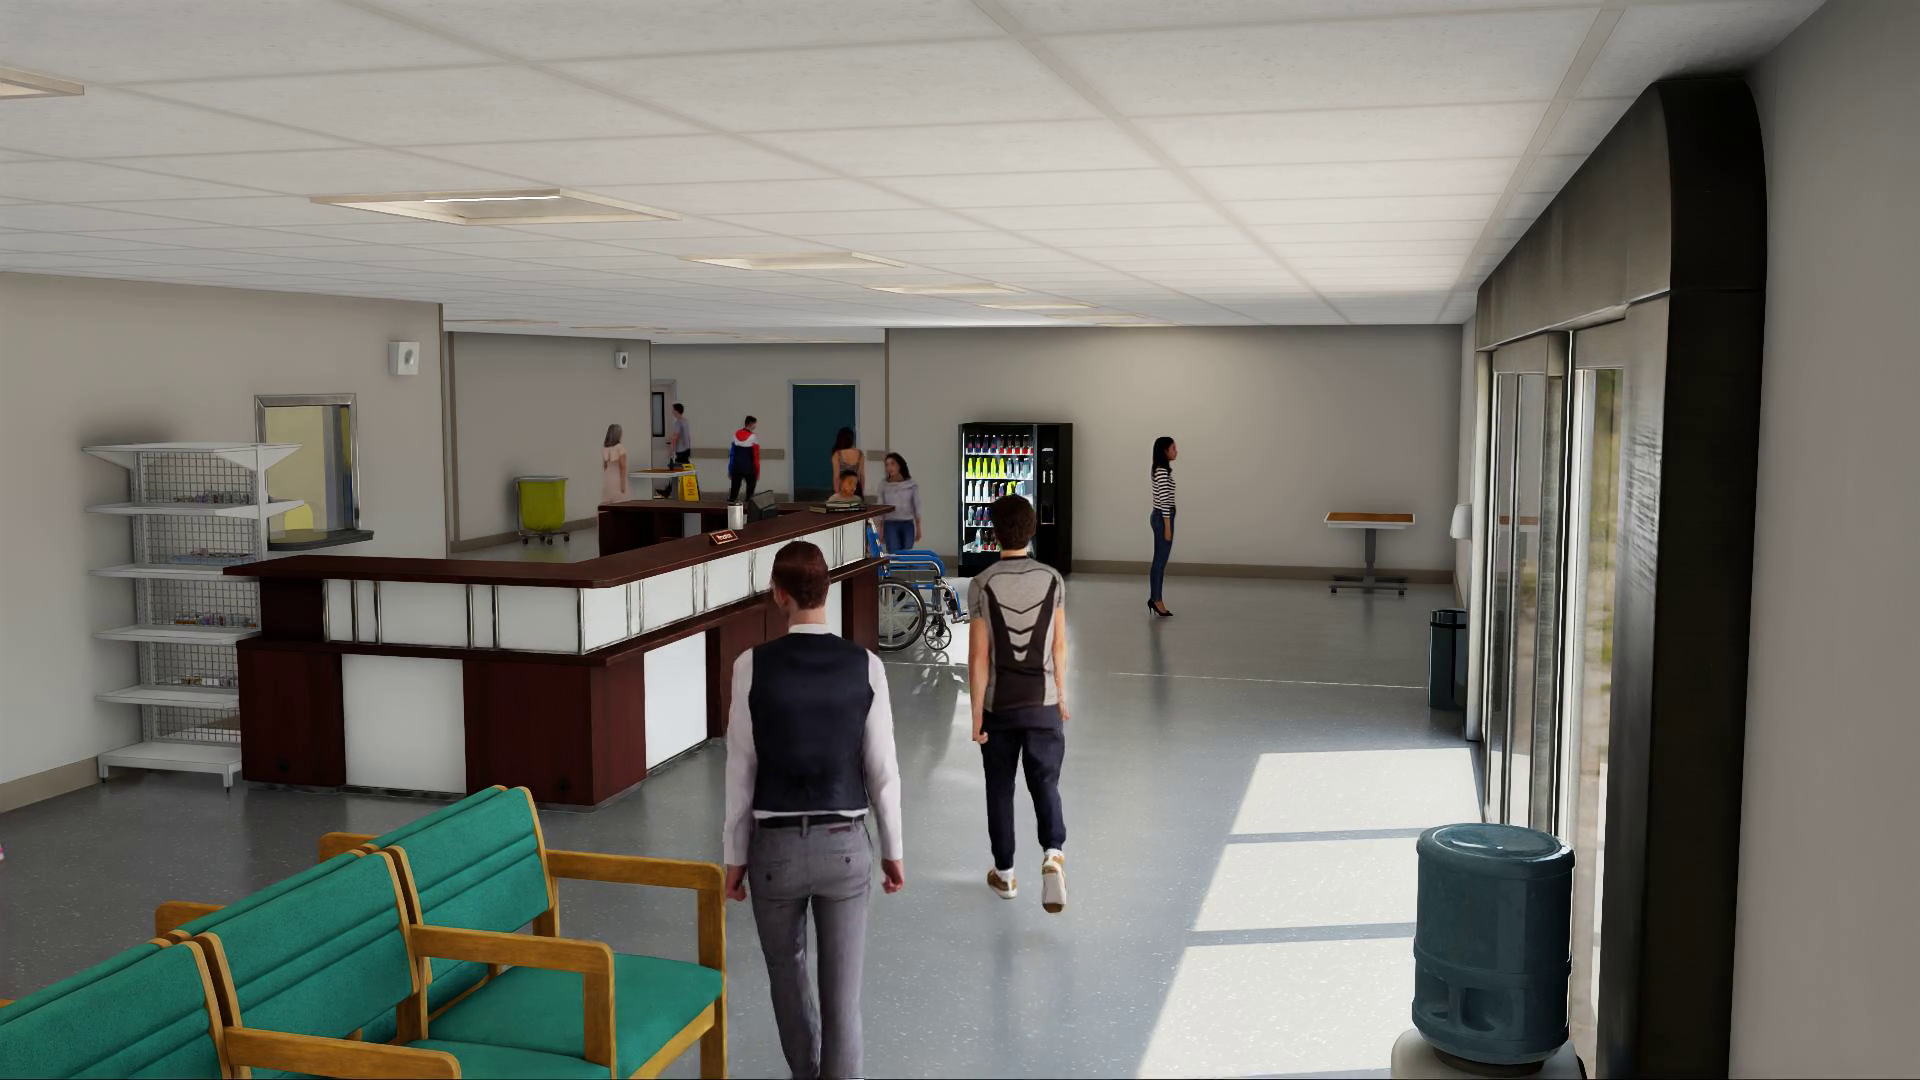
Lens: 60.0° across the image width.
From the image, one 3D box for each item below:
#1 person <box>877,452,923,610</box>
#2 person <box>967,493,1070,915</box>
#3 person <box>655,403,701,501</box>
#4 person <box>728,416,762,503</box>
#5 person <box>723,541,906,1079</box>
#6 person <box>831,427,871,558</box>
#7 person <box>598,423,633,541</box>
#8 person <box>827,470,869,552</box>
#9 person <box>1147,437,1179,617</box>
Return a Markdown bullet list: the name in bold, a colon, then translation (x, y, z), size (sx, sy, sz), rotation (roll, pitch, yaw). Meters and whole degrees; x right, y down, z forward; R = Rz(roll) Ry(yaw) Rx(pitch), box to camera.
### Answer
- **person**: translation (-0.672, -0.099, 17.175), size (0.680, 1.627, 0.766), rotation (-1, 6, -14)
- **person**: translation (0.293, 0.754, 7.462), size (1.107, 1.873, 0.956), rotation (-1, 6, -7)
- **person**: translation (-5.138, -1.621, 31.314), size (1.180, 1.823, 0.787), rotation (1, 6, 7)
- **person**: translation (-3.522, -1.120, 26.751), size (0.466, 1.740, 0.891), rotation (0, 6, 3)
- **person**: translation (-0.469, 0.970, 5.039), size (0.659, 1.928, 0.837), rotation (0, 6, 3)
- **person**: translation (-1.344, -0.520, 20.826), size (1.179, 1.732, 1.179), rotation (-2, 6, -23)
- **person**: translation (-4.851, -0.723, 23.097), size (1.122, 1.681, 0.823), rotation (3, 6, 26)
- **person**: translation (-1.192, 0.011, 16.959), size (0.676, 1.450, 0.770), rotation (-2, 6, -17)
- **person**: translation (2.030, -0.141, 16.661), size (0.579, 1.795, 0.646), rotation (0, 6, 1)
